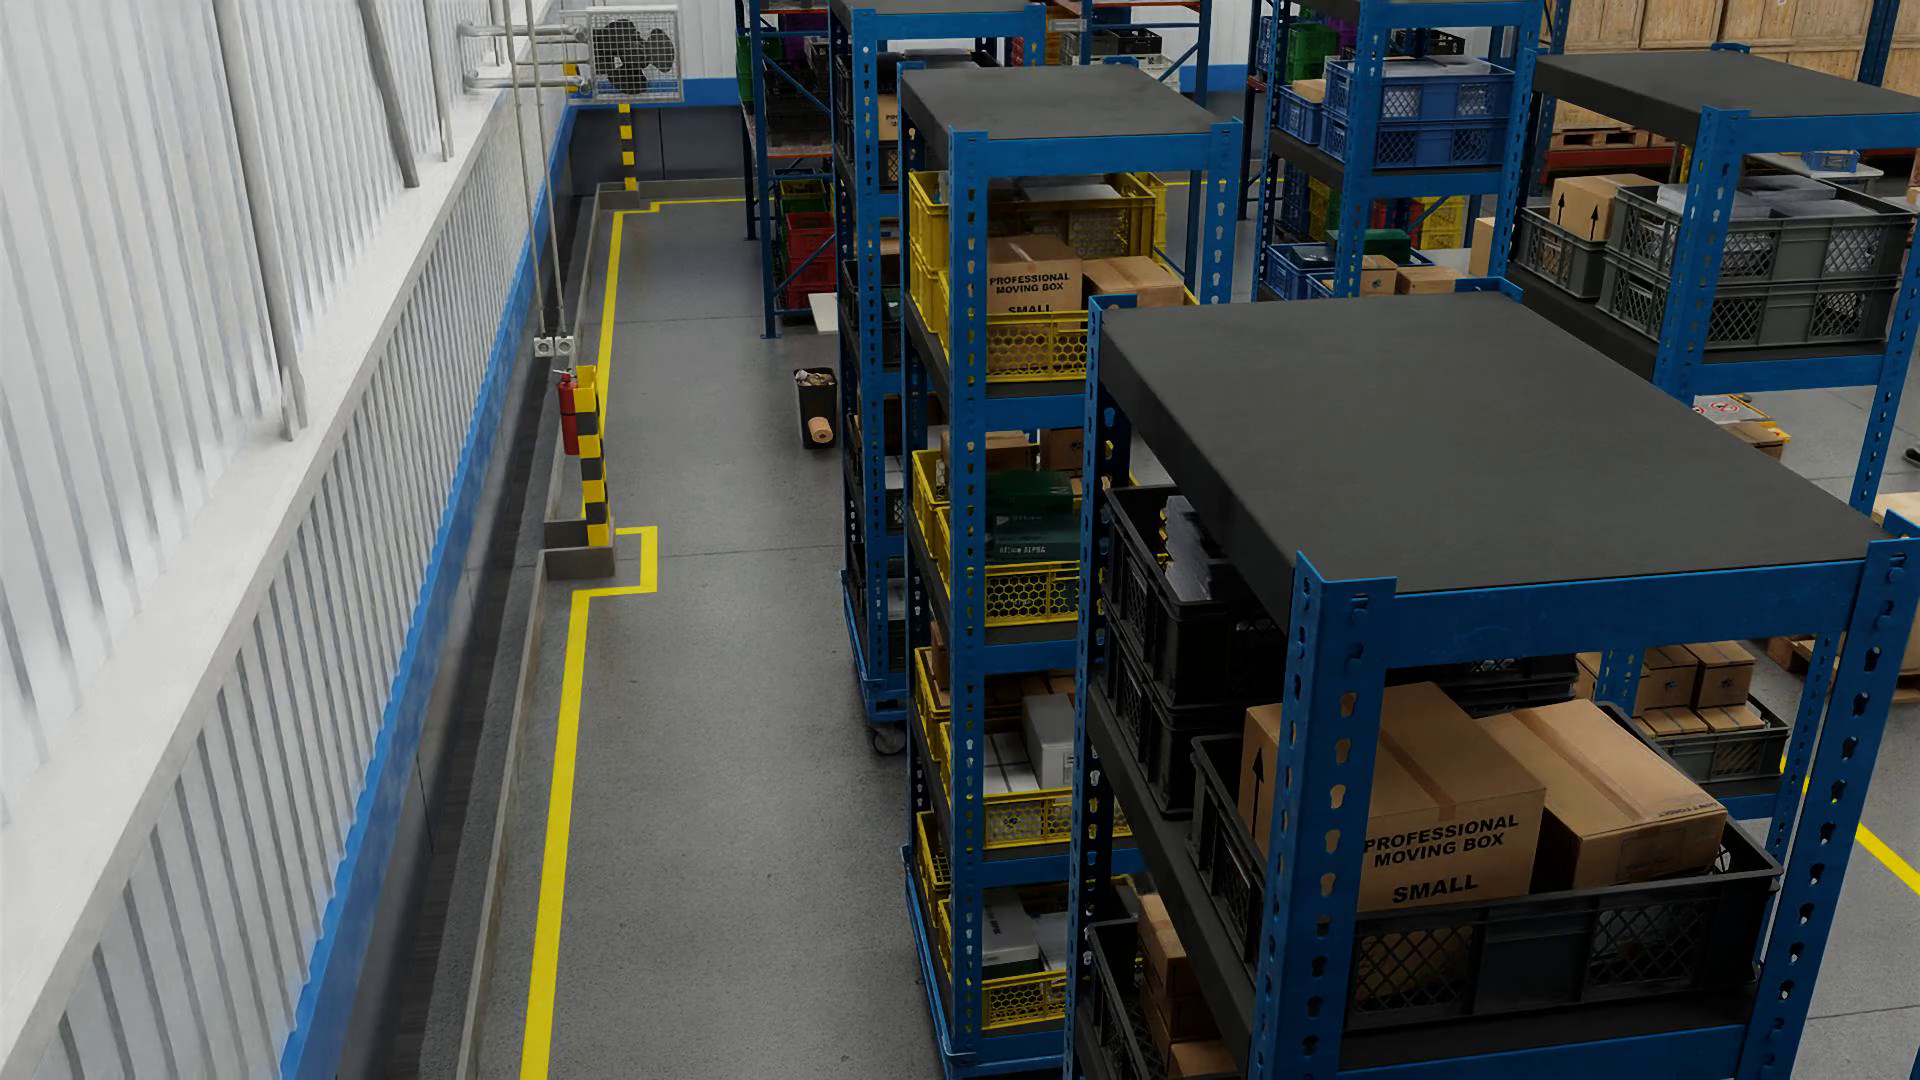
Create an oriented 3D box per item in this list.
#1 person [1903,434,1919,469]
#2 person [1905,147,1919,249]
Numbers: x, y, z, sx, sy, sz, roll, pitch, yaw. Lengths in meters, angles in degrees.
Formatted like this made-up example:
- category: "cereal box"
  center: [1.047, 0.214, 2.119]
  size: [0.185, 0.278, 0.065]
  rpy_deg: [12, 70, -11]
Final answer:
- category: "person"
  center: [6.935, -1.364, 11.390]
  size: [0.596, 1.825, 0.403]
  rpy_deg: [4, 25, 8]
- category: "person"
  center: [9.893, -3.912, 16.835]
  size: [0.406, 1.902, 0.637]
  rpy_deg: [8, 26, 17]
